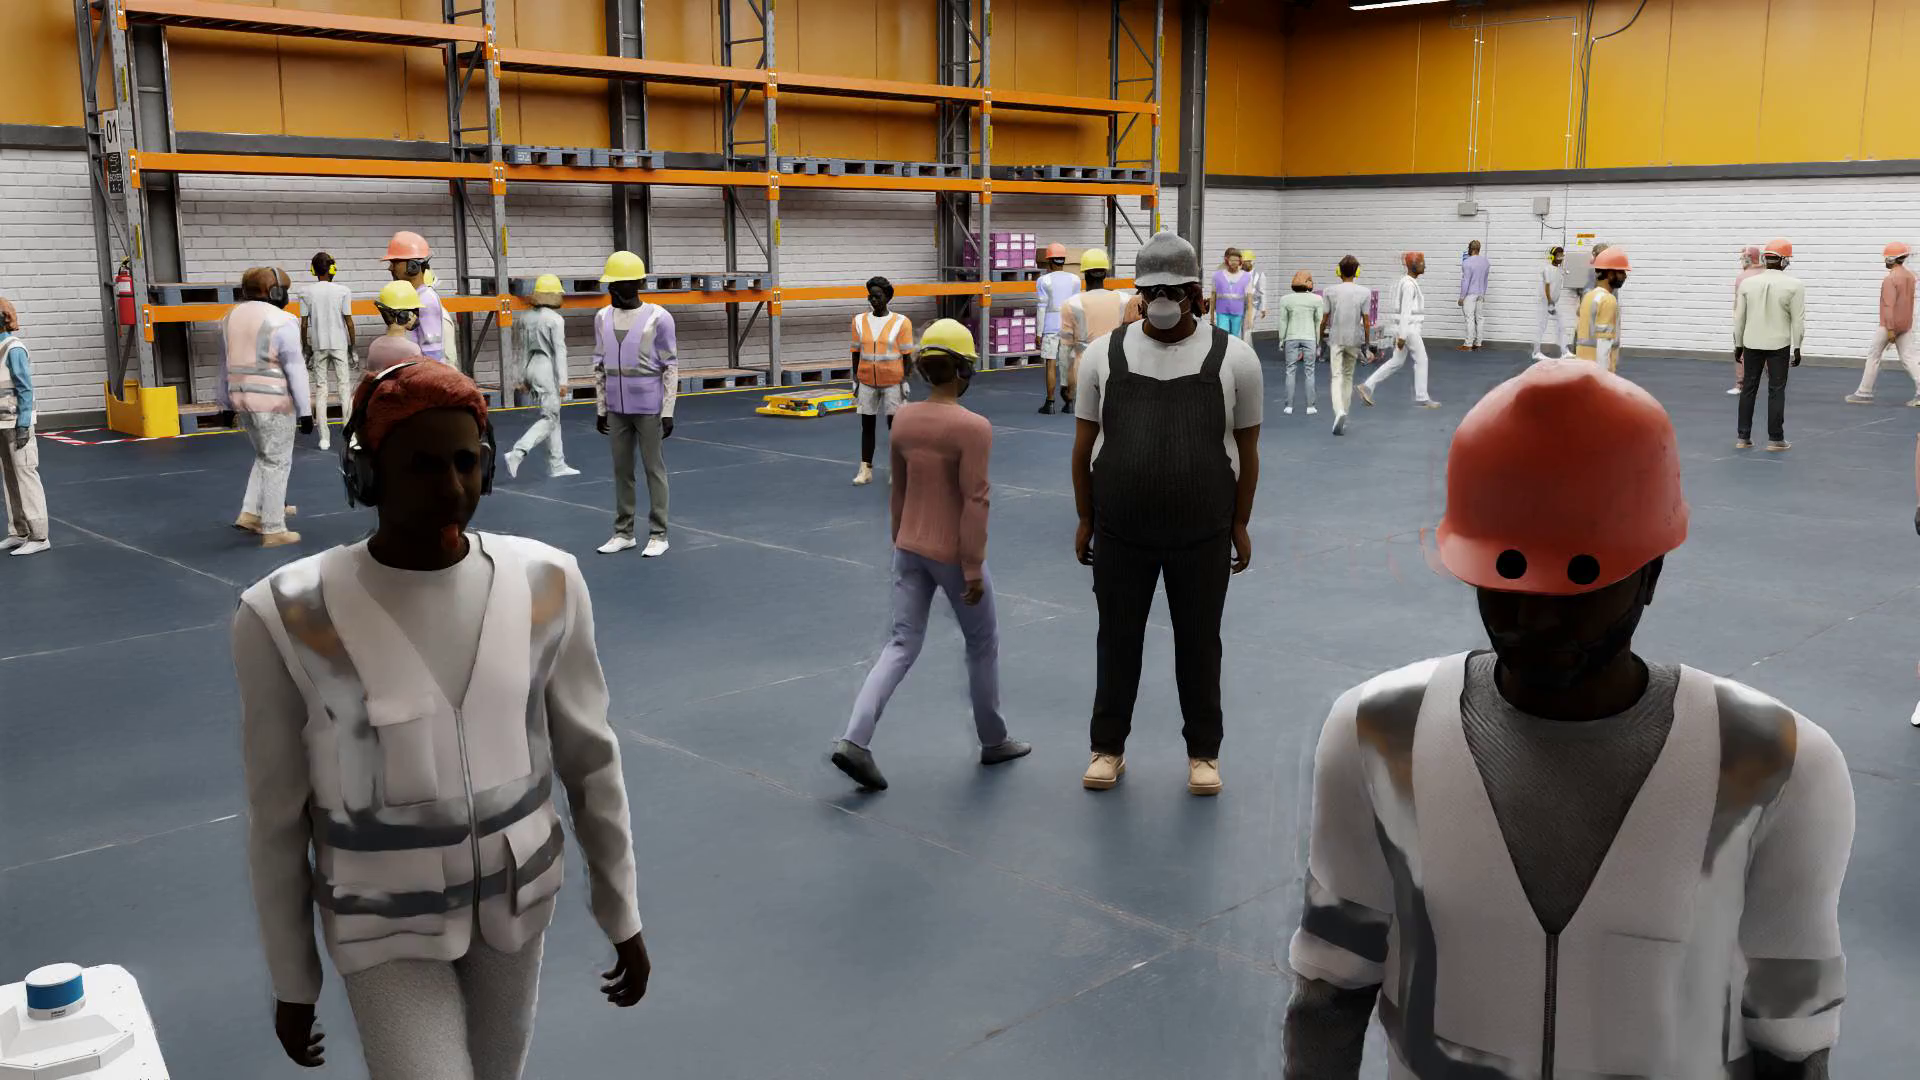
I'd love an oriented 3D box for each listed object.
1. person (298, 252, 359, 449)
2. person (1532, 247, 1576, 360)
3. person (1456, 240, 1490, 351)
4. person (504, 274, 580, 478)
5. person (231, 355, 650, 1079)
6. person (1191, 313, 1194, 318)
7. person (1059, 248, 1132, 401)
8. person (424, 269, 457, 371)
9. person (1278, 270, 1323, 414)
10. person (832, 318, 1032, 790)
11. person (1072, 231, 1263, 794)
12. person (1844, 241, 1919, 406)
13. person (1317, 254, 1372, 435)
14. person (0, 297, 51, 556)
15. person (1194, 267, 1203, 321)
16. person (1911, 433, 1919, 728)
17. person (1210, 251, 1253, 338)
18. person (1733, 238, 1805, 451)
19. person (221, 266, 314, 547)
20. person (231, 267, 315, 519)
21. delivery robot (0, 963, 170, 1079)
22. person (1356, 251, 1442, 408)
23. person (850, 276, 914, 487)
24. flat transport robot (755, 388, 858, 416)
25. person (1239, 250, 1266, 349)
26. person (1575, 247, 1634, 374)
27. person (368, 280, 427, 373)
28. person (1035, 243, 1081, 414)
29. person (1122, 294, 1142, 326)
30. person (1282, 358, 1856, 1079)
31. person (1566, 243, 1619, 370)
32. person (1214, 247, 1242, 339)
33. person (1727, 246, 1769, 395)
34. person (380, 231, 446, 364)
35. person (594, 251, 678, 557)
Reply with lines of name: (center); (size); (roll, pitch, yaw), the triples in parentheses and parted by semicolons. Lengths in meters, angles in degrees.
person: (-5.978, -1.787, 15.775); (0.521, 1.865, 0.327); (-2, 11, -10)
person: (9.682, -3.815, 26.921); (0.513, 1.825, 0.874); (-8, 13, -38)
person: (8.958, -4.262, 29.063); (0.627, 1.941, 0.371); (-7, 12, -32)
person: (-3.485, -1.338, 13.747); (0.498, 1.713, 0.721); (10, 14, 43)
person: (-0.830, 0.621, 2.715); (0.588, 1.843, 0.903); (-9, 14, -40)
person: (2.700, -2.817, 21.338); (0.607, 1.887, 0.889); (3, 11, 14)
person: (1.045, -1.279, 12.838); (0.598, 1.912, 0.481); (-2, 11, -11)
person: (-3.773, -1.036, 11.793); (0.403, 1.818, 0.601); (-7, 13, -34)
person: (3.867, -2.245, 18.899); (0.501, 1.632, 0.287); (3, 11, 15)
person: (-0.120, 0.046, 6.152); (0.534, 1.724, 0.879); (10, 14, 43)
person: (0.733, -0.085, 6.007); (0.687, 2.000, 0.538); (2, 11, 10)
person: (11.168, -2.562, 19.779); (0.608, 1.956, 0.990); (-5, 12, -27)
person: (3.944, -2.004, 17.074); (0.533, 1.833, 0.893); (1, 10, 6)
person: (-6.037, -0.721, 10.570); (0.523, 1.639, 0.309); (9, 13, 39)
person: (3.752, -3.884, 27.447); (0.630, 1.778, 0.962); (6, 12, 31)
person: (4.222, -0.150, 6.732); (0.645, 1.908, 0.408); (5, 12, 26)
person: (3.769, -3.098, 23.081); (0.583, 1.794, 0.905); (1, 10, 7)
person: (7.652, -1.846, 15.733); (0.622, 1.992, 0.394); (10, 14, 43)
person: (-4.527, -0.863, 10.866); (0.692, 1.821, 0.444); (5, 12, 27)
person: (-4.822, -0.974, 11.510); (0.508, 1.815, 0.885); (0, 10, 2)
delivery robot: (-1.806, 1.098, 3.355); (0.477, 0.478, 0.707); (-6, 12, -32)
person: (5.188, -2.467, 19.546); (0.914, 1.848, 0.573); (1, 10, 8)
person: (-0.634, -1.273, 13.422); (0.536, 1.696, 0.322); (3, 11, 17)
flat transport robot: (-1.623, -1.578, 18.980); (0.652, 0.197, 1.431); (7, 12, 33)
person: (4.666, -3.822, 27.082); (0.617, 1.786, 0.926); (7, 12, 33)
person: (5.198, -1.349, 13.228); (0.719, 1.916, 0.571); (0, 10, 1)
person: (-3.163, -0.588, 9.500); (0.523, 1.769, 0.315); (9, 14, 41)
person: (1.099, -2.388, 18.850); (0.542, 1.938, 0.358); (-4, 11, -20)
person: (1.237, -0.862, 11.370); (0.535, 1.617, 0.356); (3, 11, 17)
person: (0.631, 0.750, 1.839); (0.593, 1.921, 0.447); (5, 11, 24)
person: (9.616, -3.545, 25.254); (0.964, 1.892, 0.631); (10, 15, 44)
person: (4.537, -3.978, 27.852); (0.461, 1.813, 0.646); (-9, 14, -40)
person: (10.004, -2.742, 20.931); (0.666, 1.883, 0.590); (-3, 11, -18)
person: (-3.548, -0.980, 10.881); (0.374, 2.044, 0.605); (-5, 12, -27)
person: (-2.056, -0.848, 10.486); (0.590, 1.923, 0.383); (5, 11, 24)
